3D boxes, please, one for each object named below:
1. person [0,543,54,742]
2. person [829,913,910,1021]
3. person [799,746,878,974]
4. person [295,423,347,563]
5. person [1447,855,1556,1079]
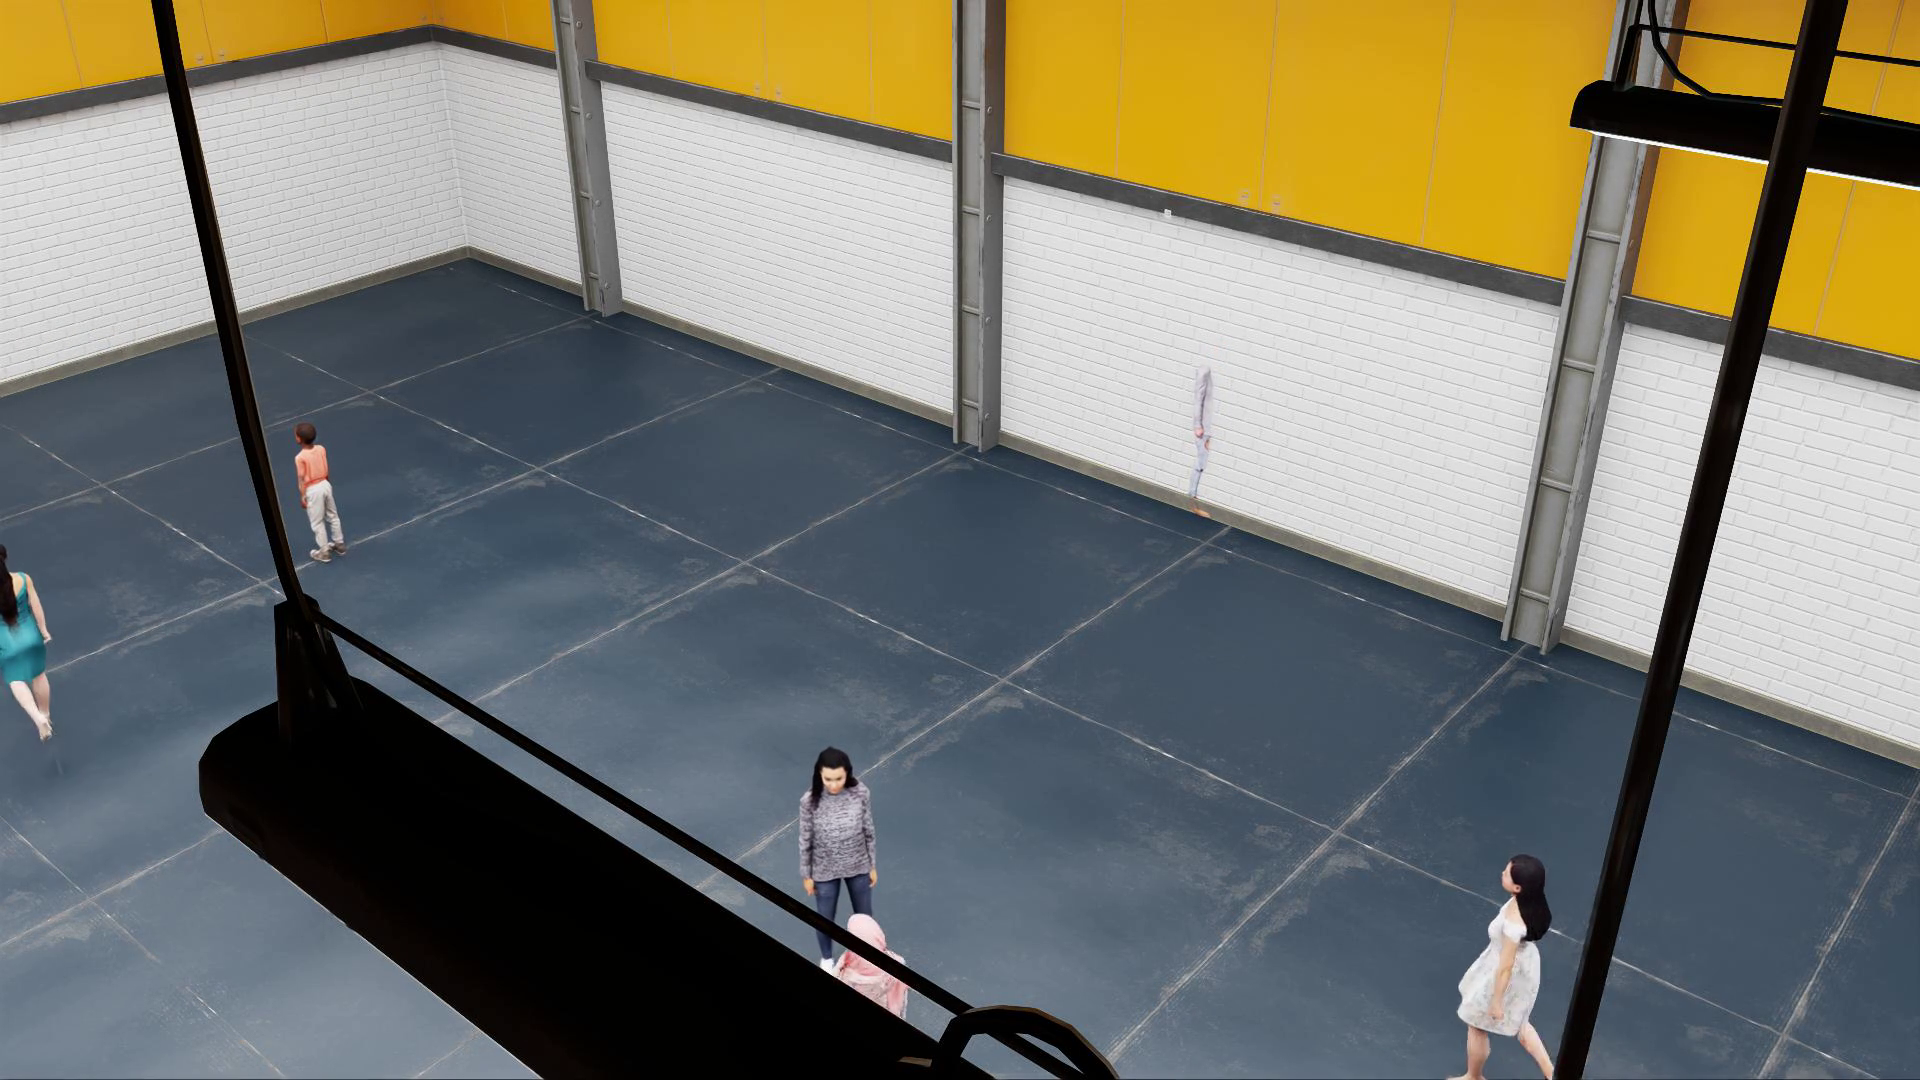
[{"bbox_3d":[-6.911,0.788,12.235,0.665,1.669,0.848,-20,34,-32],"label":"person"},{"bbox_3d":[-0.424,2.725,8.586,1.009,1.762,1.202,-9,30,-16],"label":"person"},{"bbox_3d":[-0.722,1.952,10.036,0.699,1.730,0.728,-6,29,-11],"label":"person"},{"bbox_3d":[-5.736,-0.438,14.856,0.513,1.310,0.504,16,32,26],"label":"person"},{"bbox_3d":[3.066,2.465,9.072,0.924,1.754,0.625,21,35,33],"label":"person"}]
